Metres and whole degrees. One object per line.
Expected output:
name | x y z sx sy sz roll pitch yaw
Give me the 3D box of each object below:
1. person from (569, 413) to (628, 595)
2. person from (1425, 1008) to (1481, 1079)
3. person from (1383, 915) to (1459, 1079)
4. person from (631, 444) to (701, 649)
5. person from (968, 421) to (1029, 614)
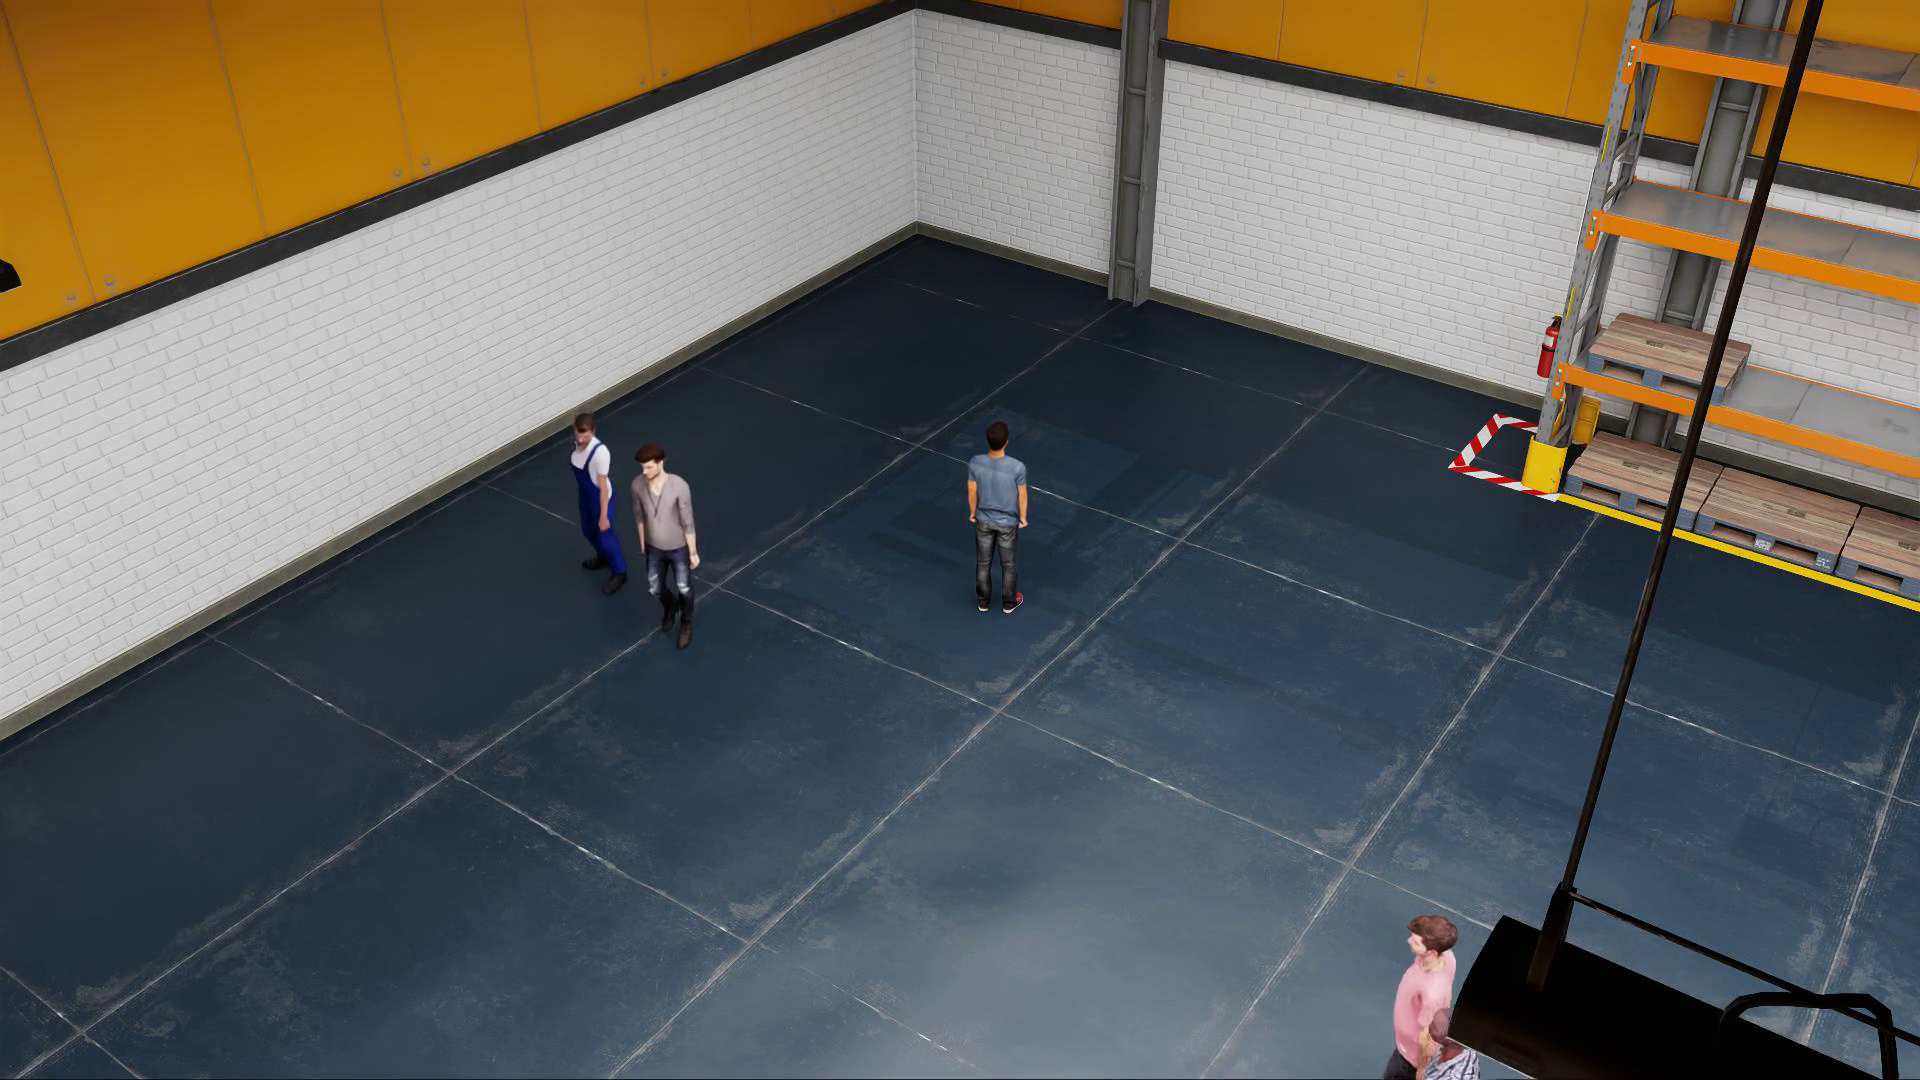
person | -3.067 -0.357 14.181 0.925 1.808 0.694 -17 37 -24
person | 2.662 3.189 8.879 0.784 1.772 0.788 11 35 16
person | 2.666 2.816 9.291 1.104 1.937 0.834 9 35 14
person | -2.355 -0.015 13.596 0.810 1.887 0.913 4 34 6
person | 0.311 -0.185 13.921 0.628 1.810 0.781 6 34 10
